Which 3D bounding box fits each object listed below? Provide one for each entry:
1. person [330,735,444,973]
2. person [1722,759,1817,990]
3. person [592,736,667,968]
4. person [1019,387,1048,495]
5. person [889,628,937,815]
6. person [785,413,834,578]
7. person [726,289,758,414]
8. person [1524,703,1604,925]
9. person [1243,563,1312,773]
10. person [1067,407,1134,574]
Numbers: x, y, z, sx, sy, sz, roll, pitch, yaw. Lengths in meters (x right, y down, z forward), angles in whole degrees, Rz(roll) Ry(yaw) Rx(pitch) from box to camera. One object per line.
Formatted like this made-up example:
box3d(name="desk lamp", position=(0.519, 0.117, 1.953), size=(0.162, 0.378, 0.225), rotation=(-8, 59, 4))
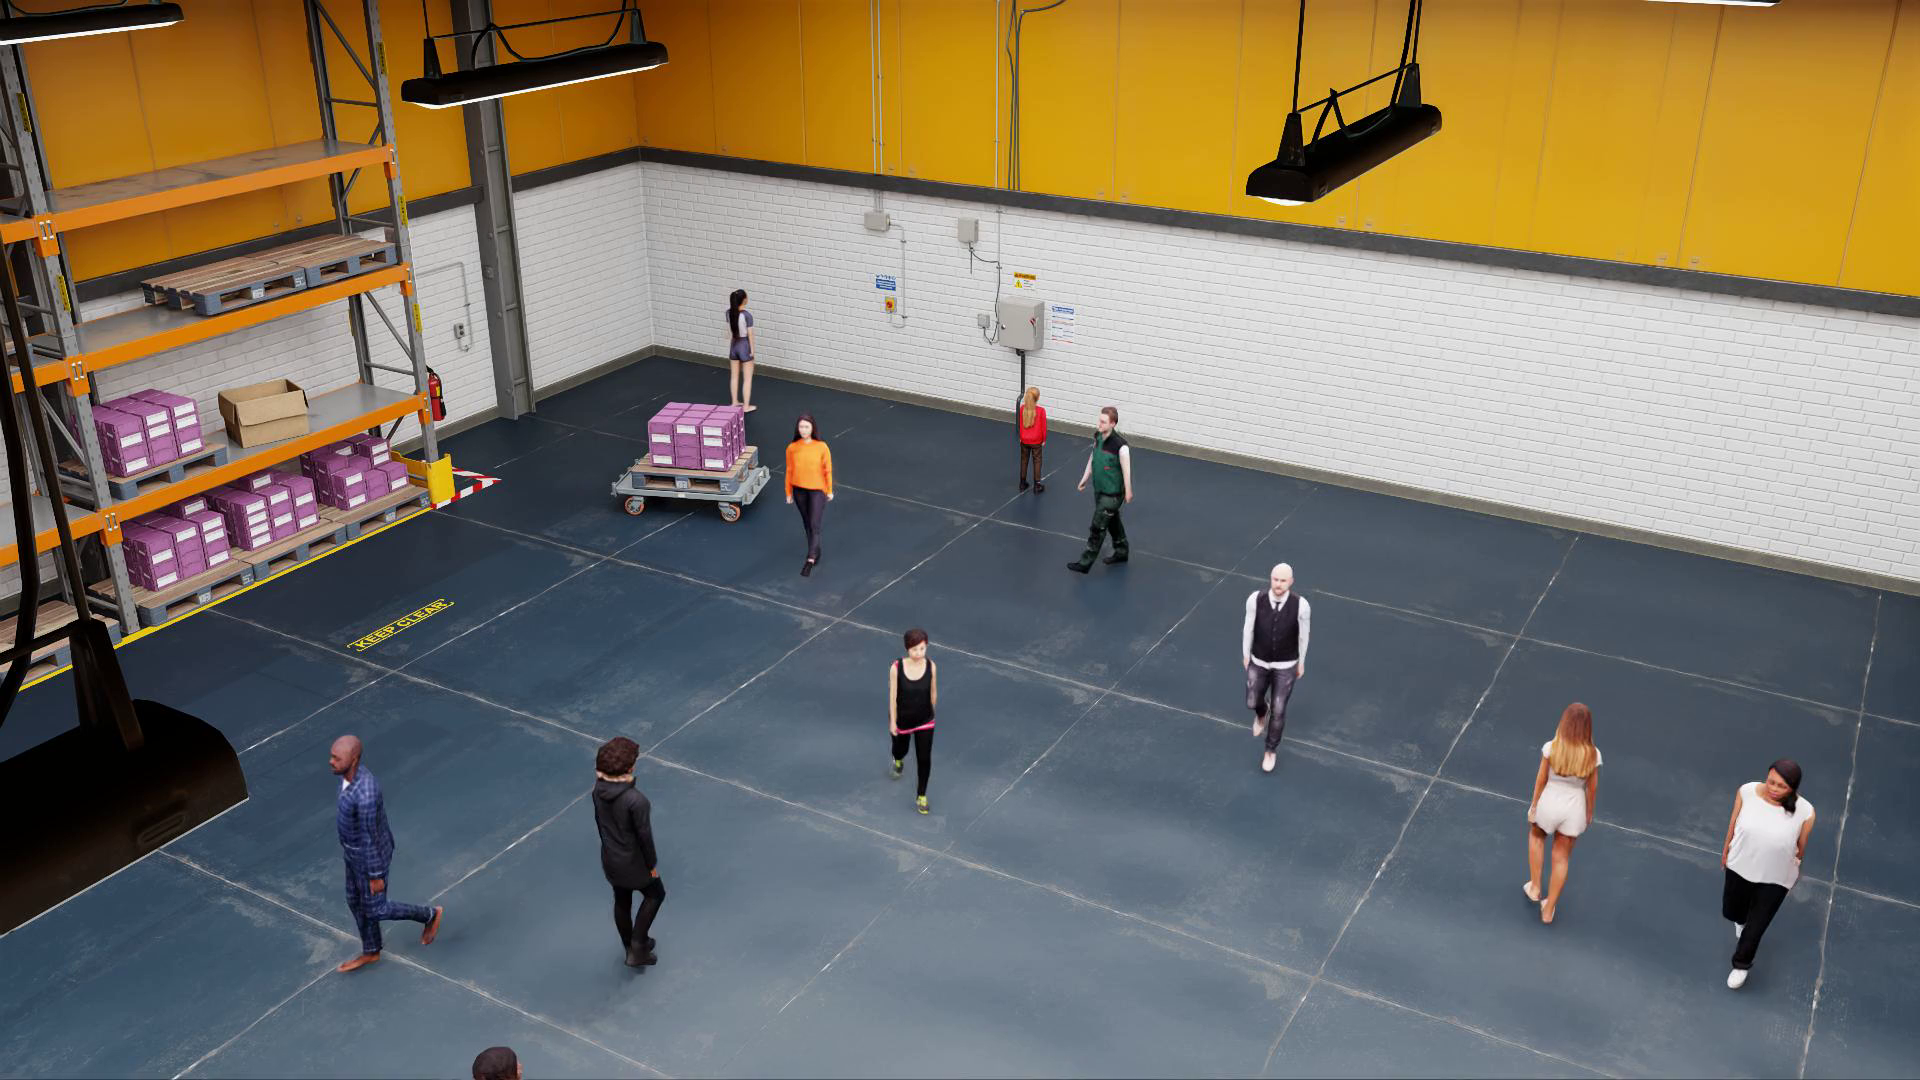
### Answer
box3d(name="person", position=(-3.962, 2.099, 11.317), size=(1.067, 1.800, 0.884), rotation=(-16, 28, -33))
box3d(name="person", position=(5.443, 2.198, 11.258), size=(0.762, 1.666, 0.979), rotation=(19, 30, 37))
box3d(name="person", position=(-2.276, 2.167, 11.197), size=(0.632, 1.772, 0.631), rotation=(13, 27, 26))
box3d(name="person", position=(0.837, -1.178, 19.462), size=(0.513, 1.282, 0.524), rotation=(8, 25, 18))
box3d(name="person", position=(-0.394, 1.384, 13.282), size=(0.873, 1.536, 0.973), rotation=(-4, 24, -10))
box3d(name="person", position=(-1.552, -0.509, 17.394), size=(0.846, 1.712, 1.147), rotation=(5, 24, 11))
box3d(name="person", position=(-2.909, -2.513, 22.062), size=(0.591, 1.646, 0.507), rotation=(14, 27, 30))
box3d(name="person", position=(4.244, 1.970, 11.770), size=(0.674, 1.674, 0.732), rotation=(6, 24, 14))
box3d(name="person", position=(2.621, 1.002, 13.814), size=(0.816, 1.811, 0.969), rotation=(6, 24, 14))
box3d(name="person", position=(1.624, -0.539, 17.345), size=(1.140, 1.806, 1.006), rotation=(-10, 25, -21))
